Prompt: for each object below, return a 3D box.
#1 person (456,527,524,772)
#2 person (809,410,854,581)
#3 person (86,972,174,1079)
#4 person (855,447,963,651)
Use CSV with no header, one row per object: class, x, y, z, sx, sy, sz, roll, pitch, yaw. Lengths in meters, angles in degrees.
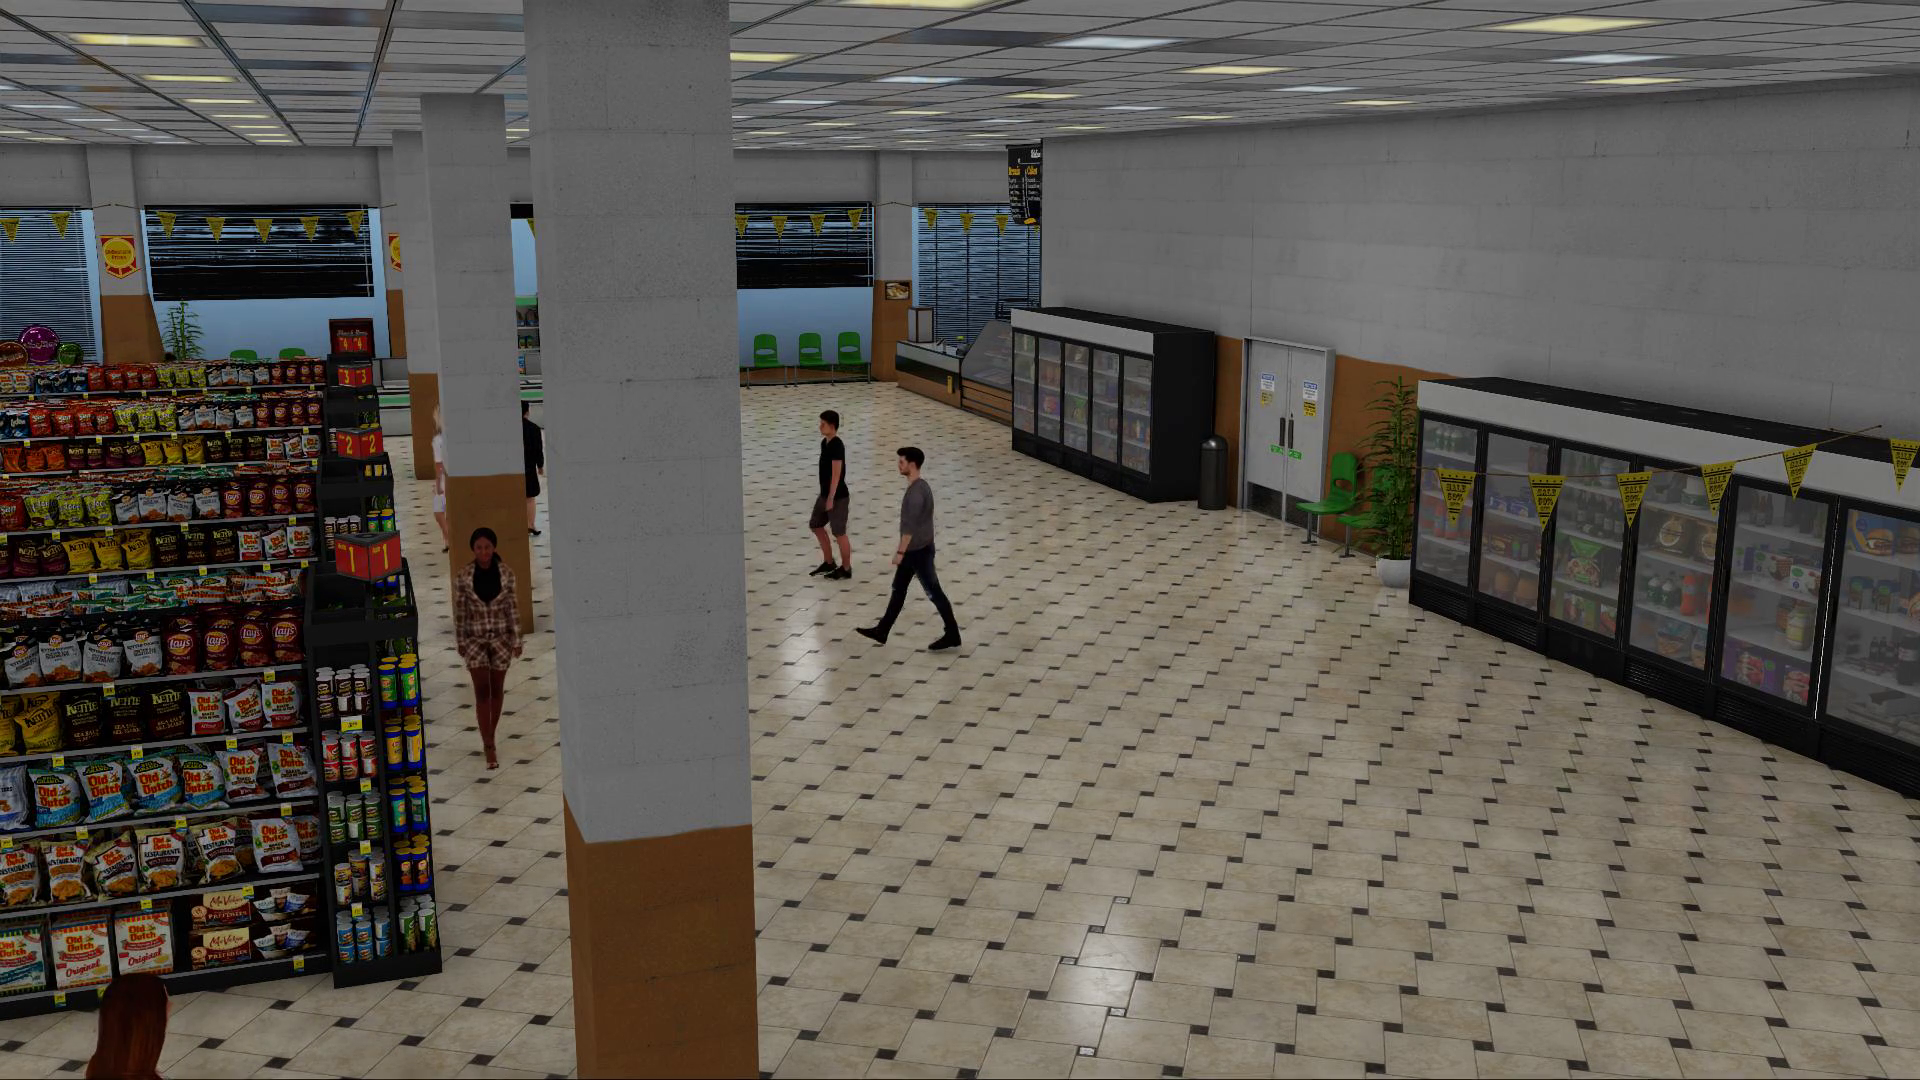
person,-3.479,0.772,12.255,0.860,1.764,0.663,-5,13,-21
person,-1.287,-0.485,18.025,0.673,1.848,0.717,-5,13,-23
person,-2.680,2.232,5.436,0.686,1.718,0.689,-11,16,-42
person,-0.285,0.117,15.139,1.262,1.858,0.881,-2,12,-8
